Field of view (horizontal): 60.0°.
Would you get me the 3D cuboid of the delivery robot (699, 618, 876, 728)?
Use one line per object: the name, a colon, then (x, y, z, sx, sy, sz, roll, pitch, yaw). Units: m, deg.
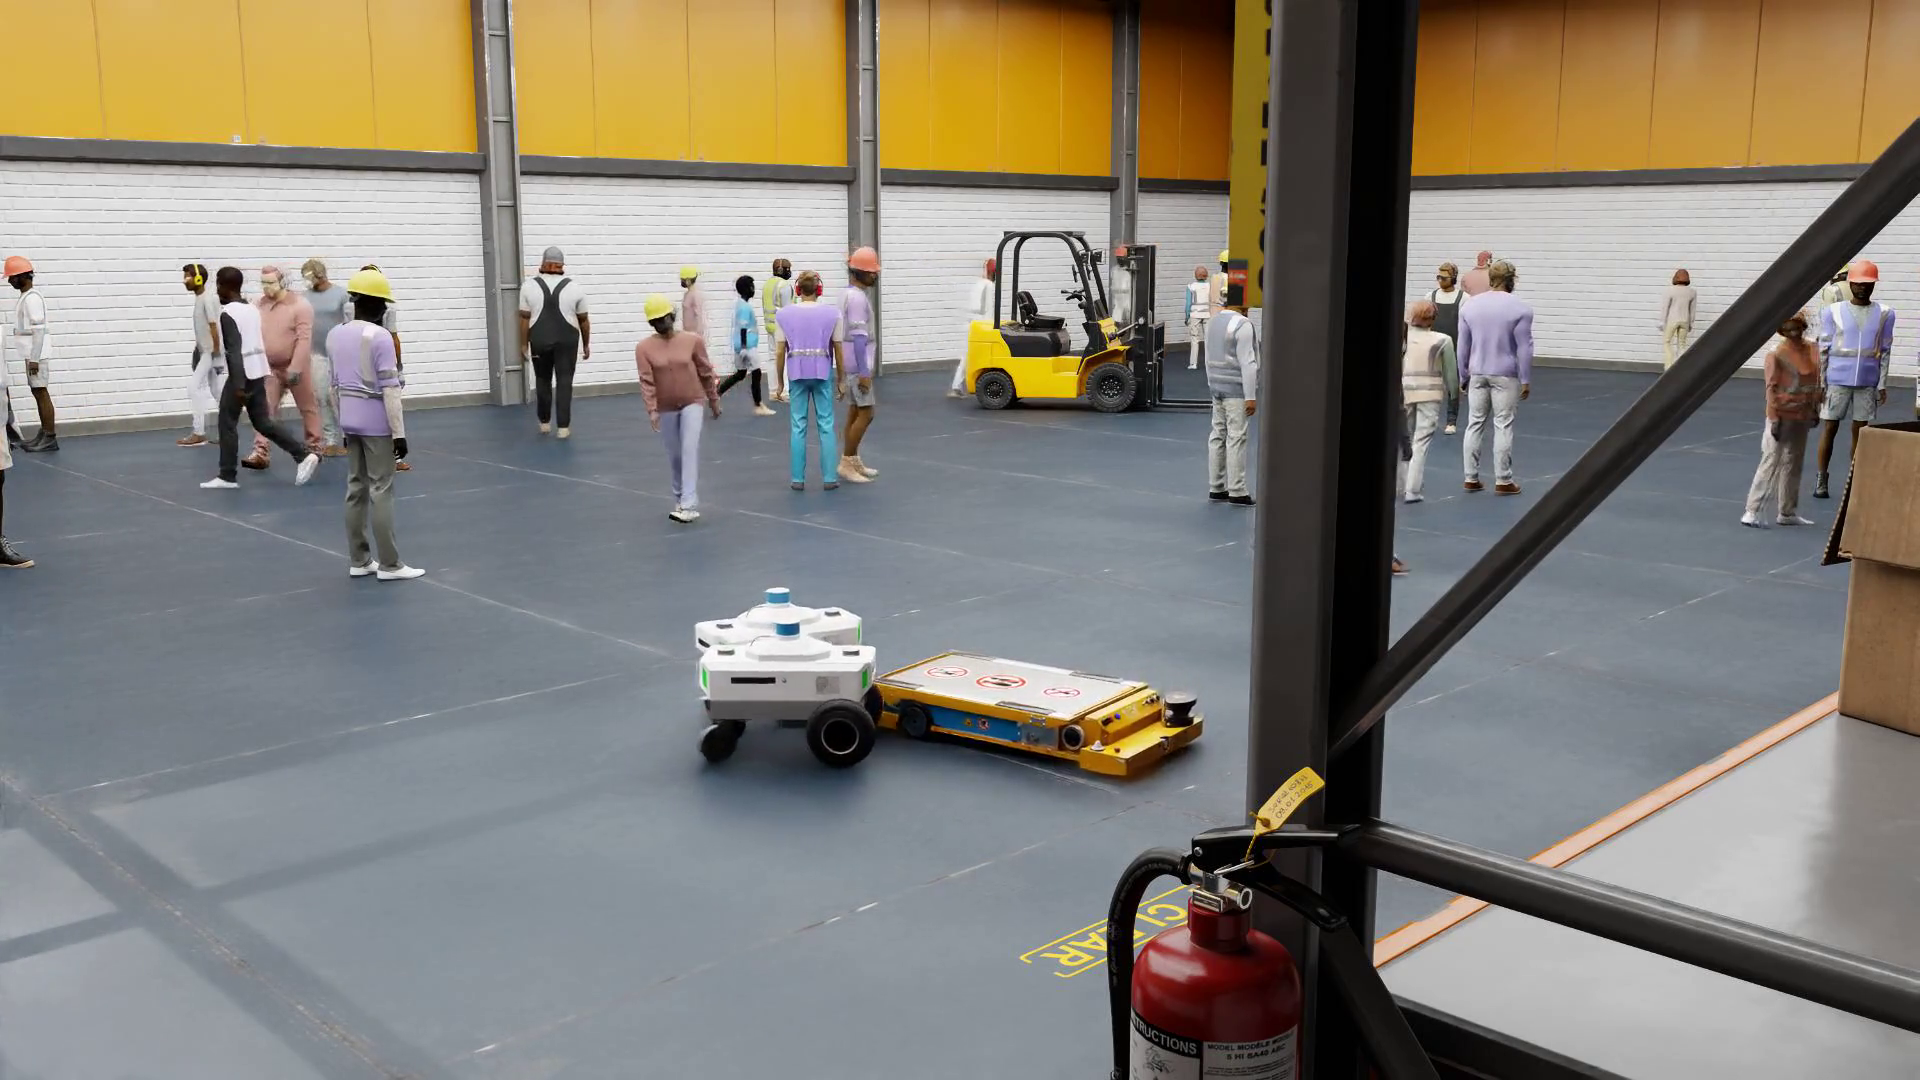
delivery robot: (-0.708, 0.565, 6.861, 0.707, 0.478, 0.477, 0, 10, 1)

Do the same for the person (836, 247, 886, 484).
person: (-0.865, -1.499, 14.393, 0.465, 2.025, 0.674, -1, 10, -7)

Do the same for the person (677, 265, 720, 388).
person: (-3.464, -2.705, 21.711, 0.442, 1.755, 0.524, -5, 11, -24)

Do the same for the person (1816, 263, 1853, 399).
person: (11.296, -2.710, 21.482, 0.590, 1.835, 0.404, -5, 12, -27)

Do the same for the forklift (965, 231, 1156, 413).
forklift: (1.222, -2.721, 20.561, 2.313, 2.155, 1.214, 2, 11, 13)

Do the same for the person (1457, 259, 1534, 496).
person: (4.397, -1.333, 13.700, 0.630, 1.936, 0.366, 9, 14, 41)

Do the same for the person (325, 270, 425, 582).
person: (-3.638, -0.701, 10.302, 0.584, 1.918, 0.381, 7, 12, 32)

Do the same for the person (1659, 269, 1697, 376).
person: (10.750, -3.235, 24.906, 0.532, 1.628, 0.304, -1, 10, -5)

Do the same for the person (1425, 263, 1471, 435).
person: (5.213, -2.049, 17.867, 0.505, 1.840, 0.347, 6, 12, 32)

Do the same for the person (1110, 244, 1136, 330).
person: (2.844, -4.010, 28.185, 0.662, 1.992, 1.027, 10, 14, 42)

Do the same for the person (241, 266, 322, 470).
person: (-6.190, -1.557, 15.165, 0.638, 1.849, 1.028, 2, 11, 10)

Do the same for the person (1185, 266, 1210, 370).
person: (3.829, -3.523, 26.456, 0.523, 1.636, 0.309, -2, 11, -8)

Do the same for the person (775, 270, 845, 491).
person: (-1.249, -1.321, 13.890, 0.570, 1.840, 0.375, -1, 10, -4)

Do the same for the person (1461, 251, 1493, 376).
person: (7.718, -3.309, 24.577, 0.639, 1.902, 0.407, 8, 13, 37)

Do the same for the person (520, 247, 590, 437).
person: (-4.319, -2.142, 17.826, 0.711, 2.000, 0.904, -2, 11, -9)

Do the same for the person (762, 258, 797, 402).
person: (-2.295, -2.689, 21.359, 0.430, 1.841, 0.624, -7, 12, -32)

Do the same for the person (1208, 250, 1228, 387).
person: (3.705, -3.087, 23.290, 0.382, 1.924, 0.594, -4, 11, -22)

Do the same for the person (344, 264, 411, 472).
person: (-5.248, -1.533, 14.972, 0.509, 1.872, 0.328, 0, 10, 2)

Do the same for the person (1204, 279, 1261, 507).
person: (2.167, -1.174, 13.129, 0.404, 1.828, 0.587, -5, 11, -24)

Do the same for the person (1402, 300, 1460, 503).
person: (3.767, -1.123, 13.438, 0.519, 1.611, 0.750, 8, 13, 38)

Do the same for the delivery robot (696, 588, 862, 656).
delivery robot: (-0.810, 0.458, 7.442, 0.707, 0.478, 0.477, -5, 12, -27)

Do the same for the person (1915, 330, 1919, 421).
person: (7.546, -1.087, 12.567, 0.612, 1.870, 1.026, 8, 13, 38)

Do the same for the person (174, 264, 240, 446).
person: (-7.719, -1.859, 16.815, 0.761, 1.839, 0.573, -6, 12, -30)

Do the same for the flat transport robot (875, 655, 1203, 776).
flat transport robot: (0.250, 0.709, 7.110, 1.431, 0.197, 0.652, 7, 13, 34)

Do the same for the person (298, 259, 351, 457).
person: (-6.101, -1.751, 16.104, 0.670, 1.899, 0.428, 2, 11, 9)

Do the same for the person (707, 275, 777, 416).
person: (-2.603, -2.289, 19.642, 0.758, 1.673, 0.537, -2, 11, -11)

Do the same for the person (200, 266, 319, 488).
person: (-5.974, -1.368, 14.060, 0.901, 1.887, 0.590, 0, 10, -1)

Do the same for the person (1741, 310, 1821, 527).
person: (6.034, -0.883, 12.135, 0.609, 1.615, 0.337, -6, 12, -29)

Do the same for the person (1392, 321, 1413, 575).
person: (2.748, -0.594, 10.499, 0.558, 1.616, 0.531, 7, 13, 34)

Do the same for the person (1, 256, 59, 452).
person: (-9.179, -1.829, 16.425, 0.372, 1.928, 0.543, -7, 12, -33)

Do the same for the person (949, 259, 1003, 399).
person: (0.324, -2.735, 21.661, 1.026, 1.832, 0.622, -4, 11, -21)

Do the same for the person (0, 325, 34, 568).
person: (-6.183, -0.752, 10.469, 0.374, 1.959, 0.603, 2, 11, 13)

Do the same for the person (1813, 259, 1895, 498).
person: (7.233, -1.292, 13.472, 0.543, 1.938, 0.356, 3, 11, 16)

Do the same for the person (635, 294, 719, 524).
person: (-2.089, -0.961, 12.299, 0.568, 1.701, 0.779, -1, 10, -3)
